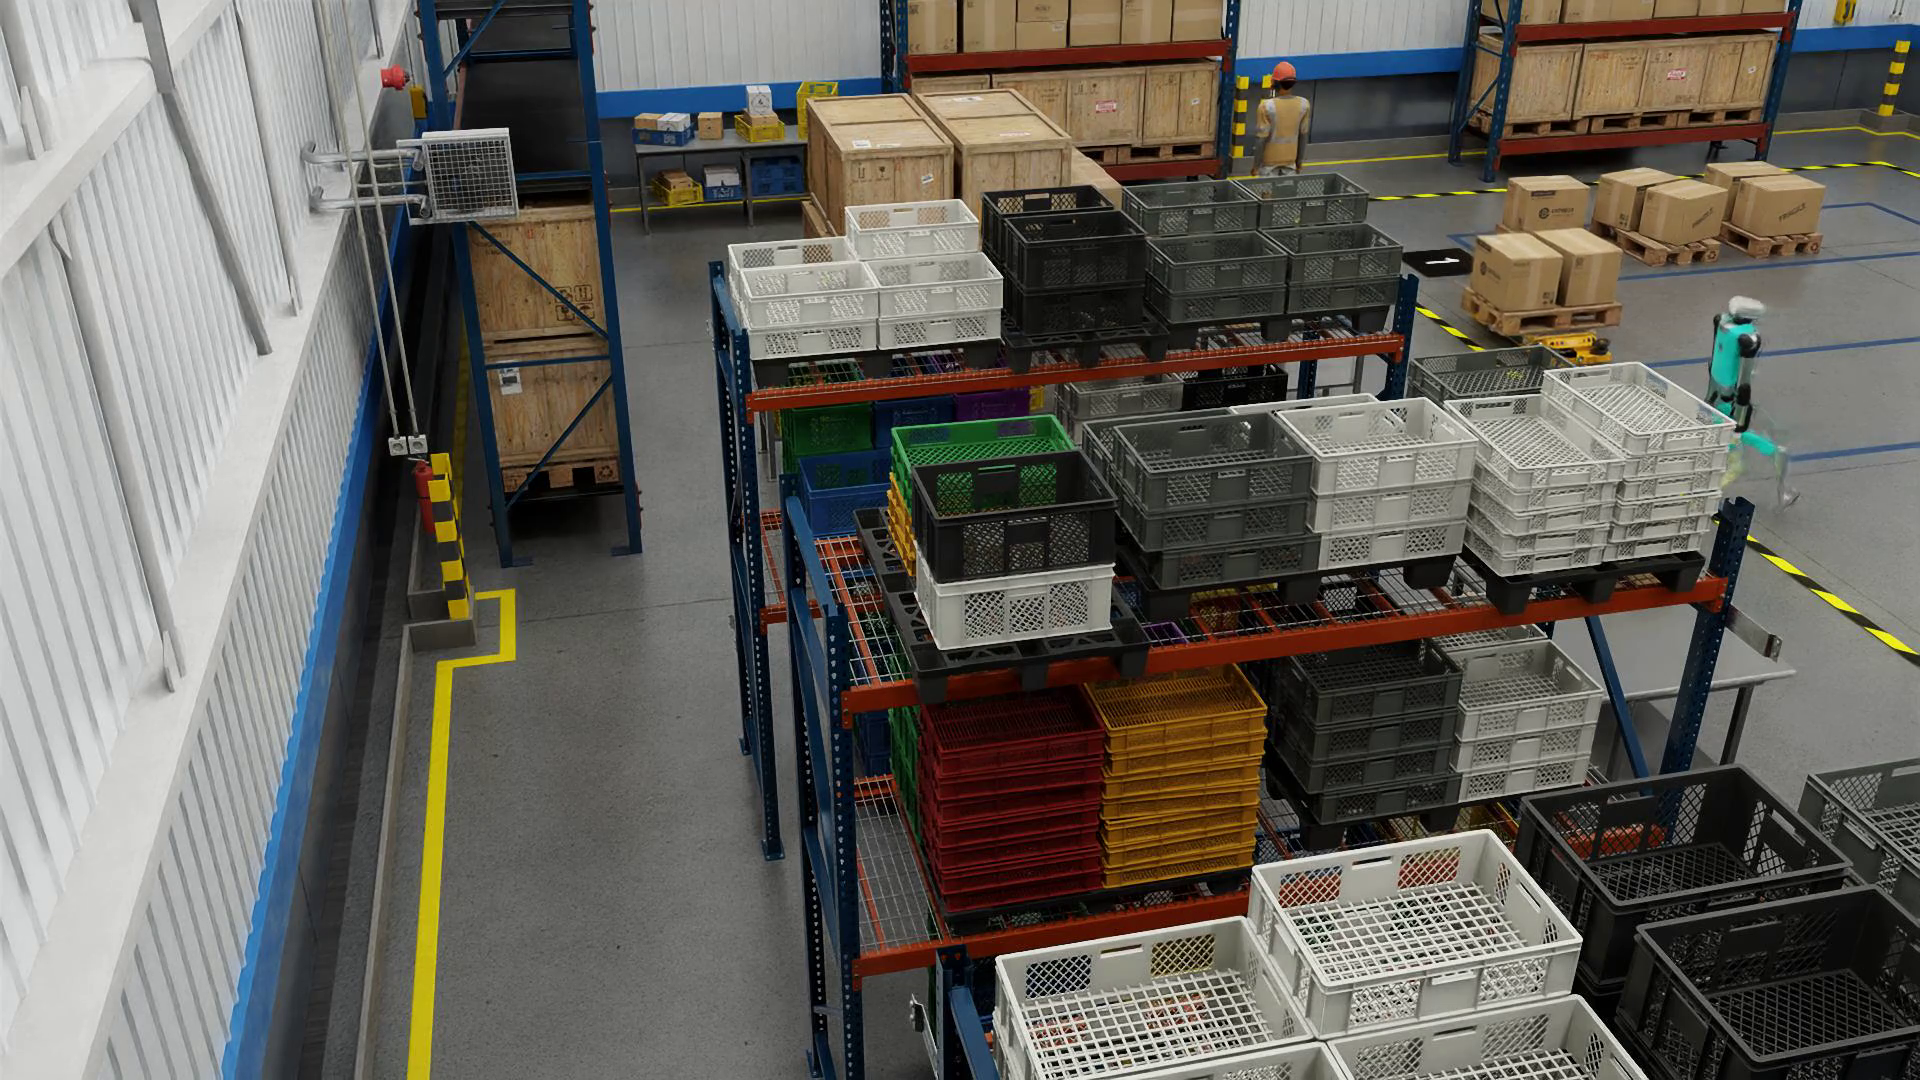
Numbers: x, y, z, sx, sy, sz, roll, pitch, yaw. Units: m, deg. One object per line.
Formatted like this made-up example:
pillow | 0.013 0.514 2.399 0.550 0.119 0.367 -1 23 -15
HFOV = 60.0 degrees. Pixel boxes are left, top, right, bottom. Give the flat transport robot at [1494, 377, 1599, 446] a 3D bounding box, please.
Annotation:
flat transport robot | 4.780 -1.036 14.013 0.659 0.231 1.431 -6 28 -12

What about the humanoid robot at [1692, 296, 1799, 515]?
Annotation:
humanoid robot | 5.956 -0.952 12.314 0.968 1.772 0.538 -2 28 -3

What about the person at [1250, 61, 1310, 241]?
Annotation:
person | 3.427 -4.126 17.976 0.614 2.040 0.378 -9 29 -16

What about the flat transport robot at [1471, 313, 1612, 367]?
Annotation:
flat transport robot | 5.520 -2.010 15.830 0.652 0.197 1.431 -6 28 -12
